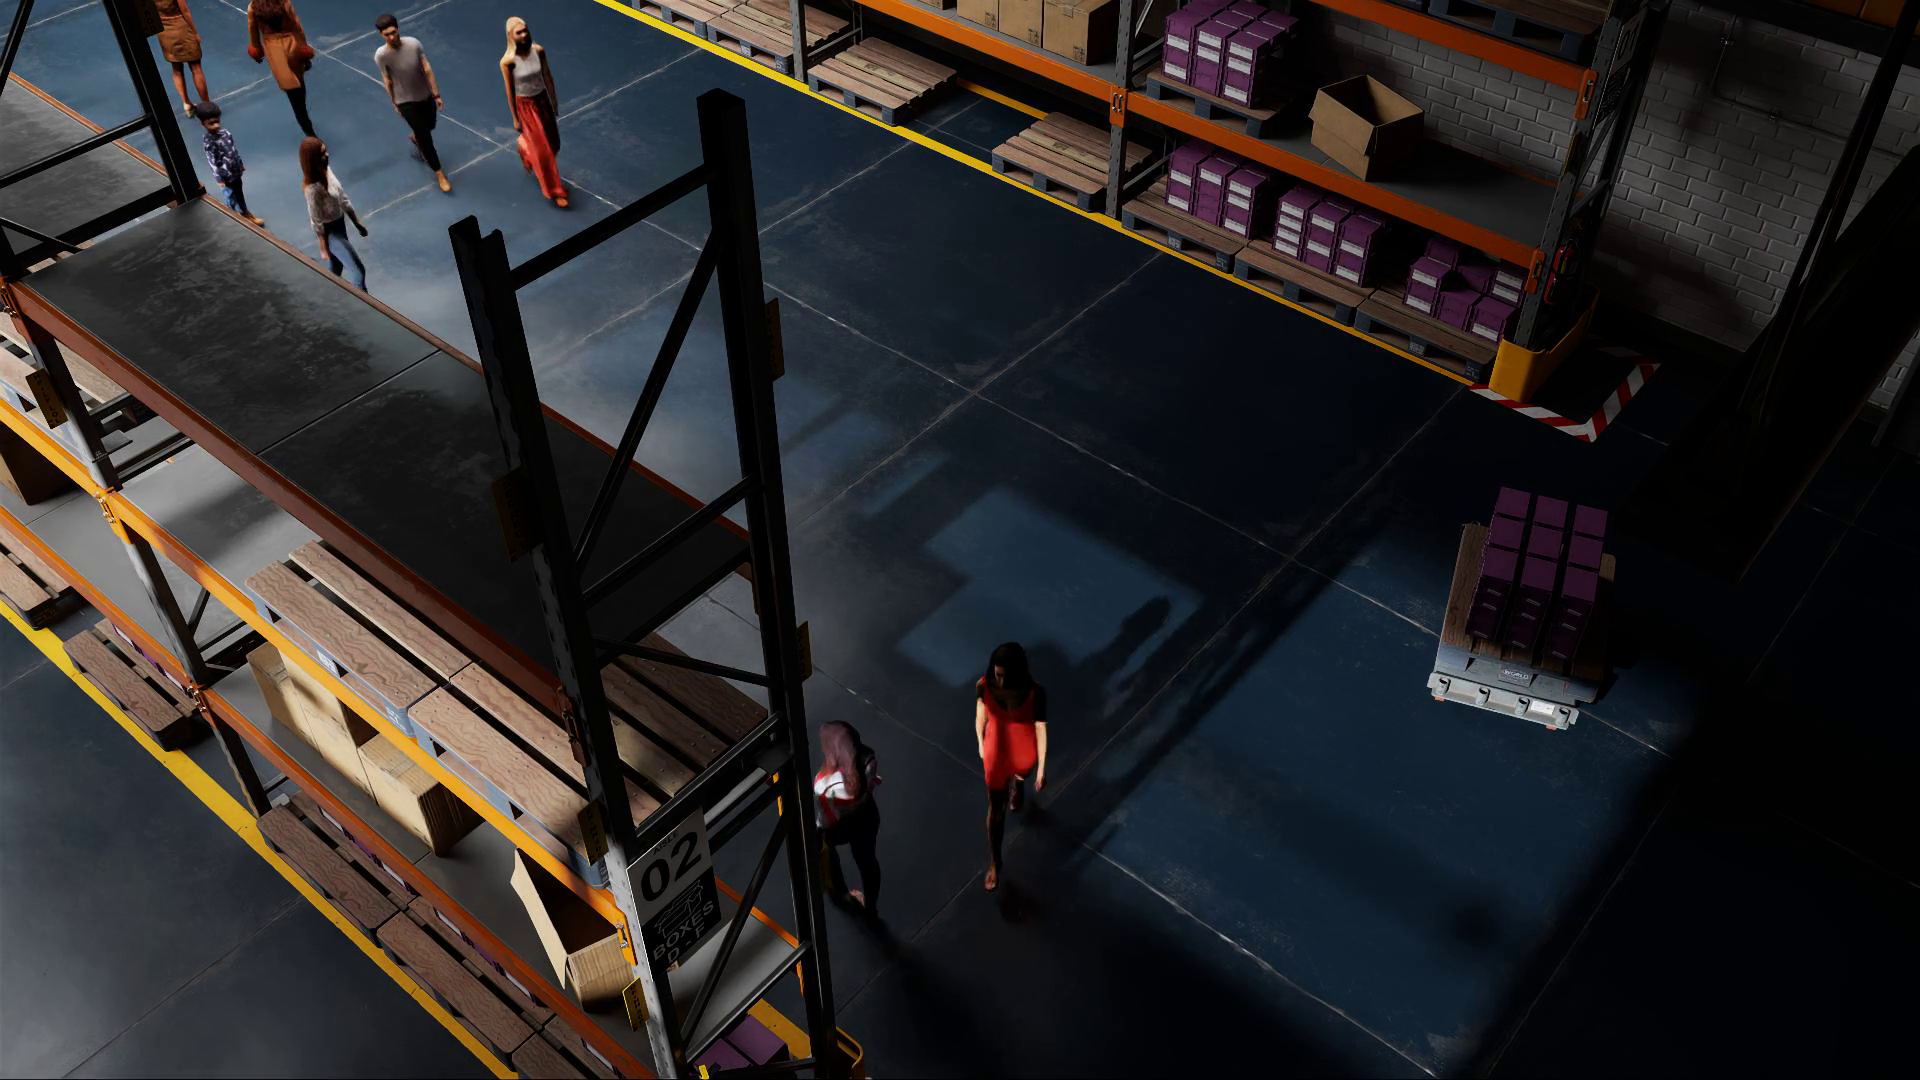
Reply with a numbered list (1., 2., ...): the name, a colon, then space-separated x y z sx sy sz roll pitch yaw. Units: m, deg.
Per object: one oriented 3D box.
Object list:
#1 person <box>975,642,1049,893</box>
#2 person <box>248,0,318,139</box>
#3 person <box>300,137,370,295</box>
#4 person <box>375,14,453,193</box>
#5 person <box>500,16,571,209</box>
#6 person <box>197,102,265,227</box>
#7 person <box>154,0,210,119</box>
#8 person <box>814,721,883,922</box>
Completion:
1. person: 0.325 1.177 9.816 1.130 1.673 1.060 5 44 6
2. person: -6.361 -4.502 15.777 1.019 1.674 1.293 -23 48 -22
3. person: -5.247 -2.528 13.679 0.920 1.709 0.846 -2 44 -2
4. person: -5.066 -4.115 15.369 0.787 1.676 1.175 -32 52 -29
5. person: -3.916 -3.917 15.085 0.695 1.781 1.045 -33 52 -30
6. person: -6.544 -3.316 14.839 0.568 1.250 0.554 14 45 14
7. person: -7.630 -4.920 16.208 0.601 1.684 0.700 6 44 6
8. person: -0.568 1.636 9.390 0.676 1.596 0.737 -30 51 -28
